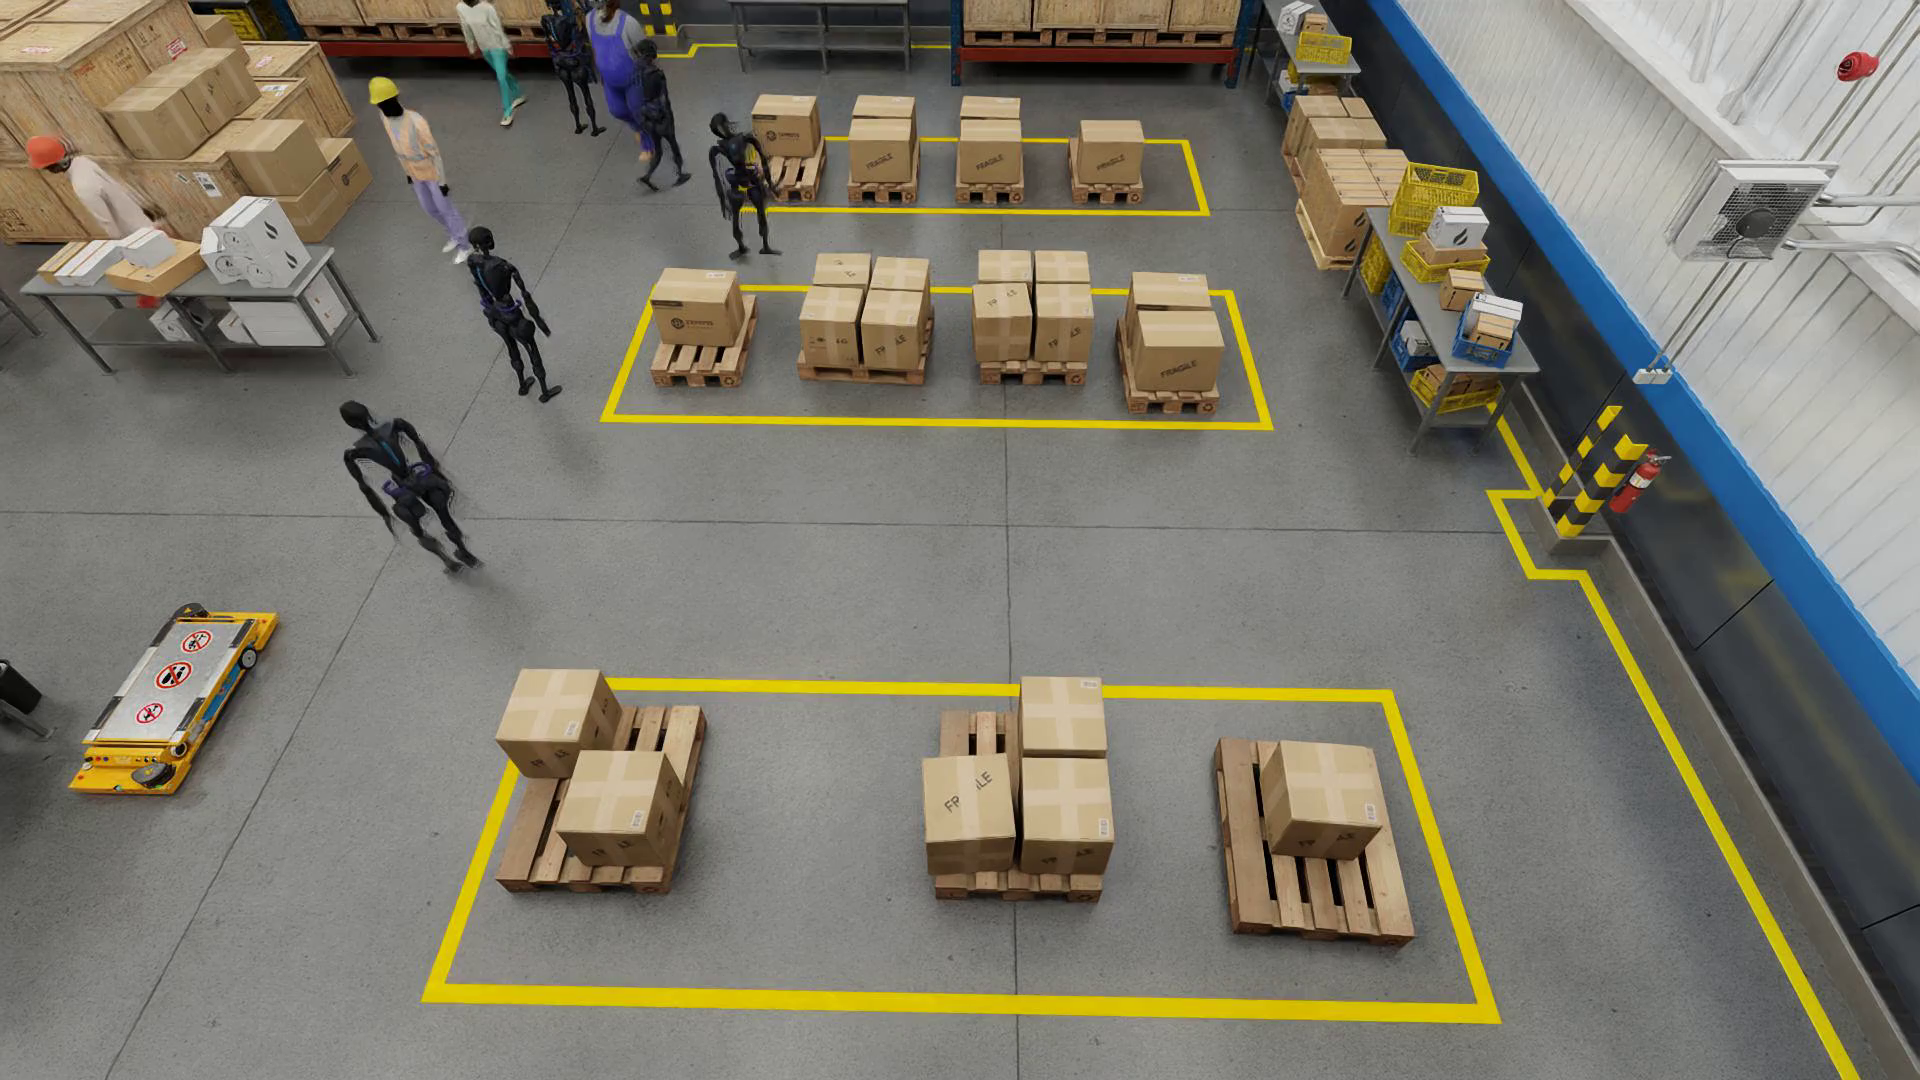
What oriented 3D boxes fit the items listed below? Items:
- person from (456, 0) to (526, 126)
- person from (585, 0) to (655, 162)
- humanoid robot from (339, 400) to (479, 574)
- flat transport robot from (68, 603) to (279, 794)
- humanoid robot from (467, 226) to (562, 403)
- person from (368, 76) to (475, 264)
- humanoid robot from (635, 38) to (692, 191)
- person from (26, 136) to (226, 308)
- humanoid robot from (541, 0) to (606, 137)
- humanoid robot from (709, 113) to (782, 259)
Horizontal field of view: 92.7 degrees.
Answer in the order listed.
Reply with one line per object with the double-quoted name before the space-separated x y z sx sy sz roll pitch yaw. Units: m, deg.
"person" -6.023 -6.263 11.719 0.591 1.710 0.892 9 50 8
"person" -4.012 -5.564 10.915 0.695 2.000 0.579 10 50 8
"humanoid robot" -4.062 -0.378 6.766 0.429 1.635 0.573 30 56 23
"flat transport robot" -5.504 1.072 6.442 0.652 0.197 1.431 1 50 1
"humanoid robot" -3.992 -1.995 8.135 0.596 1.648 0.365 18 52 15
"person" -5.569 -3.825 9.521 0.589 1.929 0.371 18 52 15
"humanoid robot" -3.564 -4.865 10.561 0.592 1.631 0.576 27 55 21
"person" -8.045 -3.027 8.850 1.008 1.914 0.664 -29 55 -22
"humanoid robot" -4.872 -5.950 11.477 0.579 1.652 0.328 14 51 11
"humanoid robot" -2.209 -3.652 9.546 0.644 1.629 0.384 -17 52 -14
